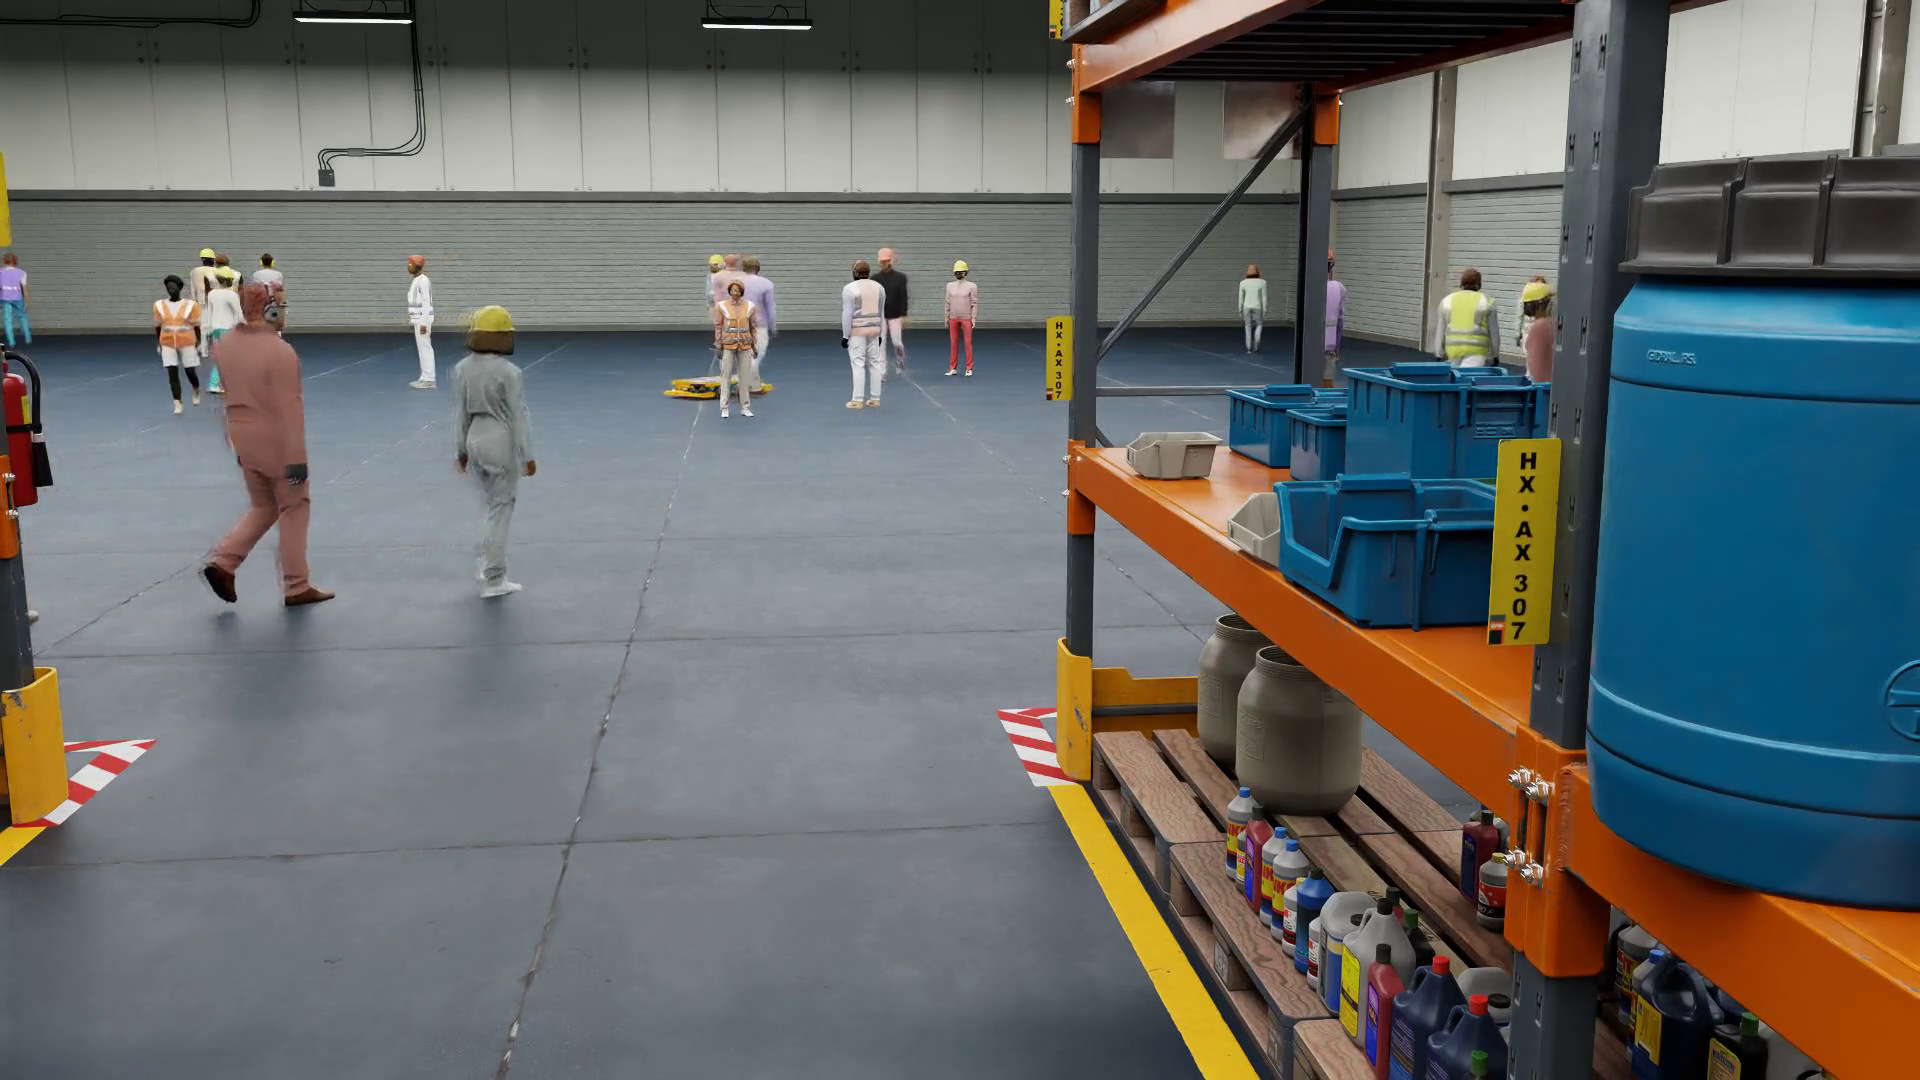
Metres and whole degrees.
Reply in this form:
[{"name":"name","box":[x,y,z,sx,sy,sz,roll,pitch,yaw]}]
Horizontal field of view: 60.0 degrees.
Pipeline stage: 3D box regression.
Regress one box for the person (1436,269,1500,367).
[{"name":"person","box":[5.474,-2.020,17.952,0.643,1.793,0.996,7,13,36]}]

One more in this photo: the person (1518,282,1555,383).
[{"name":"person","box":[4.968,-1.333,14.275,0.426,1.742,0.534,8,13,38]}]

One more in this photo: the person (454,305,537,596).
[{"name":"person","box":[-2.751,-0.531,9.943,0.503,1.725,0.466,6,12,29]}]

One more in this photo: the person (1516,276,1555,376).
[{"name":"person","box":[7.858,-2.809,22.746,0.523,1.611,0.761,0,10,-2]}]

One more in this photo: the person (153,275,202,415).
[{"name":"person","box":[-9.452,-2.370,20.149,0.540,1.684,0.549,-3,11,-13]}]

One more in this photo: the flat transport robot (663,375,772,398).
[{"name":"flat transport robot","box":[-3.256,-2.075,22.404,0.652,0.197,1.431,7,13,35]}]

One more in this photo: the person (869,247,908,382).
[{"name":"person","box":[-1.061,-3.349,24.702,0.627,1.980,0.703,2,11,10]}]

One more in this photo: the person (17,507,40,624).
[{"name":"person","box":[-5.251,-0.309,8.825,0.541,1.682,0.640,4,11,23]}]

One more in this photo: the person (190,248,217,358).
[{"name":"person","box":[-13.247,-4.171,29.358,0.591,1.923,0.381,2,10,9]}]

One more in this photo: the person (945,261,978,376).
[{"name":"person","box":[0.013,-3.388,25.534,0.533,1.775,0.337,4,11,19]}]

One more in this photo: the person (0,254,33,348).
[{"name":"person","box":[-18.294,-4.621,32.174,0.572,1.799,0.952,-3,11,-17]}]

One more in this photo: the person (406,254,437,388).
[{"name":"person","box":[-7.628,-3.090,23.539,0.337,1.882,0.584,-5,12,-27]}]

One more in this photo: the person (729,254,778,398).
[{"name":"person","box":[-2.756,-2.782,21.806,0.633,1.912,0.876,5,11,24]}]

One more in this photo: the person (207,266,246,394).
[{"name":"person","box":[-10.031,-2.883,22.840,0.545,1.716,0.899,5,12,27]}]

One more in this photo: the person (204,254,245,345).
[{"name":"person","box":[-12.427,-3.907,28.139,0.627,1.843,0.429,-6,12,-29]}]

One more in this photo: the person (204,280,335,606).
[{"name":"person","box":[-3.972,-0.529,9.494,0.656,1.887,0.604,6,12,32]}]

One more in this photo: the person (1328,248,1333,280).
[{"name":"person","box":[6.734,-4.509,31.010,0.612,1.997,0.375,-8,13,-39]}]

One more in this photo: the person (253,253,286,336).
[{"name":"person","box":[-12.500,-4.263,30.098,0.554,1.843,0.725,-3,11,-18]}]

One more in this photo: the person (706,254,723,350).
[{"name":"person","box":[-4.556,-4.514,31.556,0.598,1.814,0.657,7,13,35]}]

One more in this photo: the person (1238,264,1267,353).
[{"name":"person","box":[5.403,-4.269,30.692,0.533,1.618,0.461,3,11,15]}]

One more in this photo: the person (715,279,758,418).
[{"name":"person","box":[-2.645,-2.266,19.699,0.515,1.639,0.314,-4,11,-20]}]

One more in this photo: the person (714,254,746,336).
[{"name":"person","box":[-3.625,-3.673,26.811,0.652,1.869,0.914,-4,11,-21]}]

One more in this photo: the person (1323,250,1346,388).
[{"name":"person","box":[3.665,-1.992,17.088,0.615,2.041,0.386,-8,13,-36]}]

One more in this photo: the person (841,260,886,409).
[{"name":"person","box":[-1.224,-2.559,20.745,0.624,1.844,0.430,-8,13,-38]}]
